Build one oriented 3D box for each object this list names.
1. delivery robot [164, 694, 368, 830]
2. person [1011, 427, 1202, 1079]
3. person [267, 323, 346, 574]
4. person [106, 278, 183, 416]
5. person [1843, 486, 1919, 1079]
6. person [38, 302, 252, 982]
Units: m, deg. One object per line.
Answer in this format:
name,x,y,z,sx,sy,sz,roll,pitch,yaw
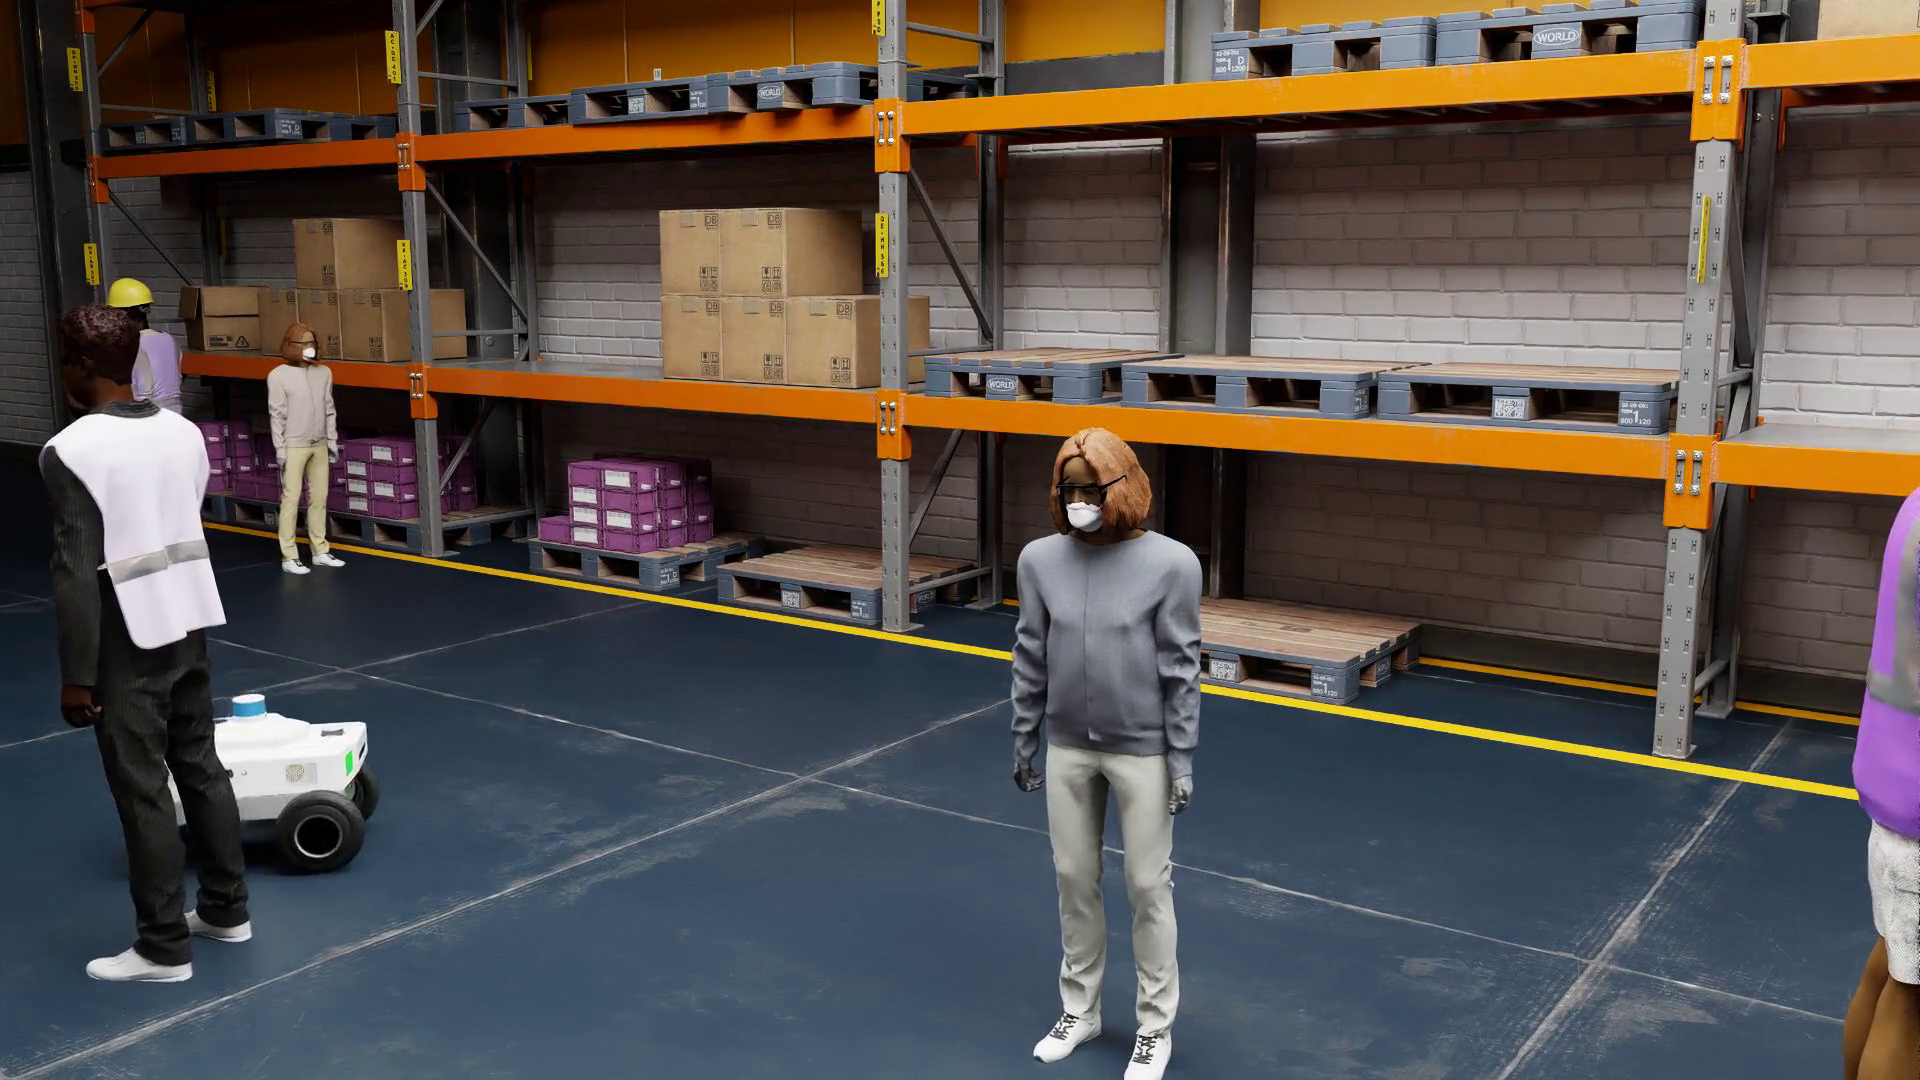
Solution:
delivery robot,-2.387,0.766,5.616,0.707,0.478,0.477,-2,10,-12
person,0.351,0.530,4.129,0.504,1.622,0.298,5,11,28
person,-4.262,-0.596,10.829,0.279,1.624,0.492,5,11,27
person,-4.957,-0.626,10.146,0.399,1.919,0.592,1,10,9
person,1.973,0.514,3.283,0.376,1.939,0.547,5,11,25
person,-2.308,0.291,4.712,0.406,1.908,0.590,2,10,11
